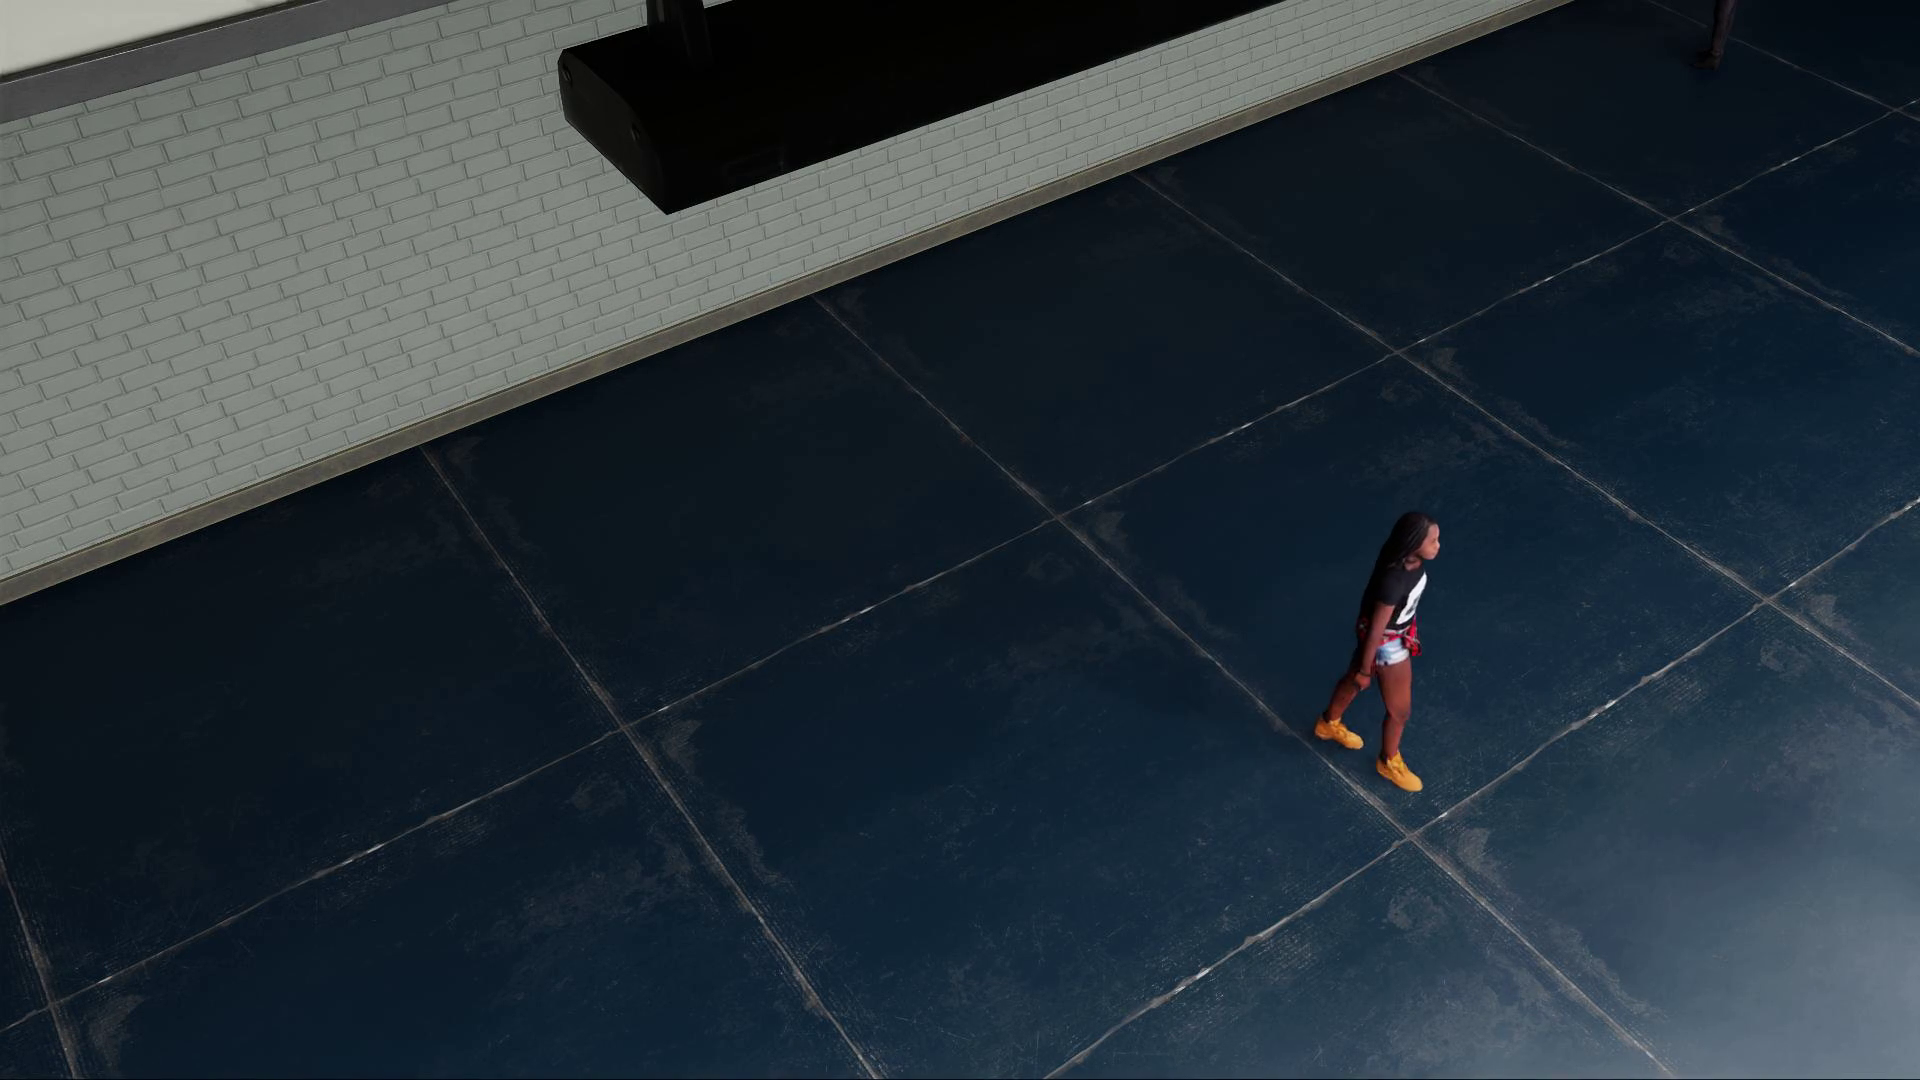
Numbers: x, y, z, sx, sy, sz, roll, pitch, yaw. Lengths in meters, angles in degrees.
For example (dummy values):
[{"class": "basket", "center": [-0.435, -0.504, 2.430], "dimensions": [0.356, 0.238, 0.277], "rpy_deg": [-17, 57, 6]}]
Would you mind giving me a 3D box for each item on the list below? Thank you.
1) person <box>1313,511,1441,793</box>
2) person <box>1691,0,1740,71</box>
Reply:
[{"class": "person", "center": [2.053, 0.503, 8.452], "dimensions": [0.984, 1.706, 0.865], "rpy_deg": [17, 46, 17]}, {"class": "person", "center": [6.629, -4.810, 14.228], "dimensions": [0.599, 1.588, 0.651], "rpy_deg": [25, 48, 24]}]
